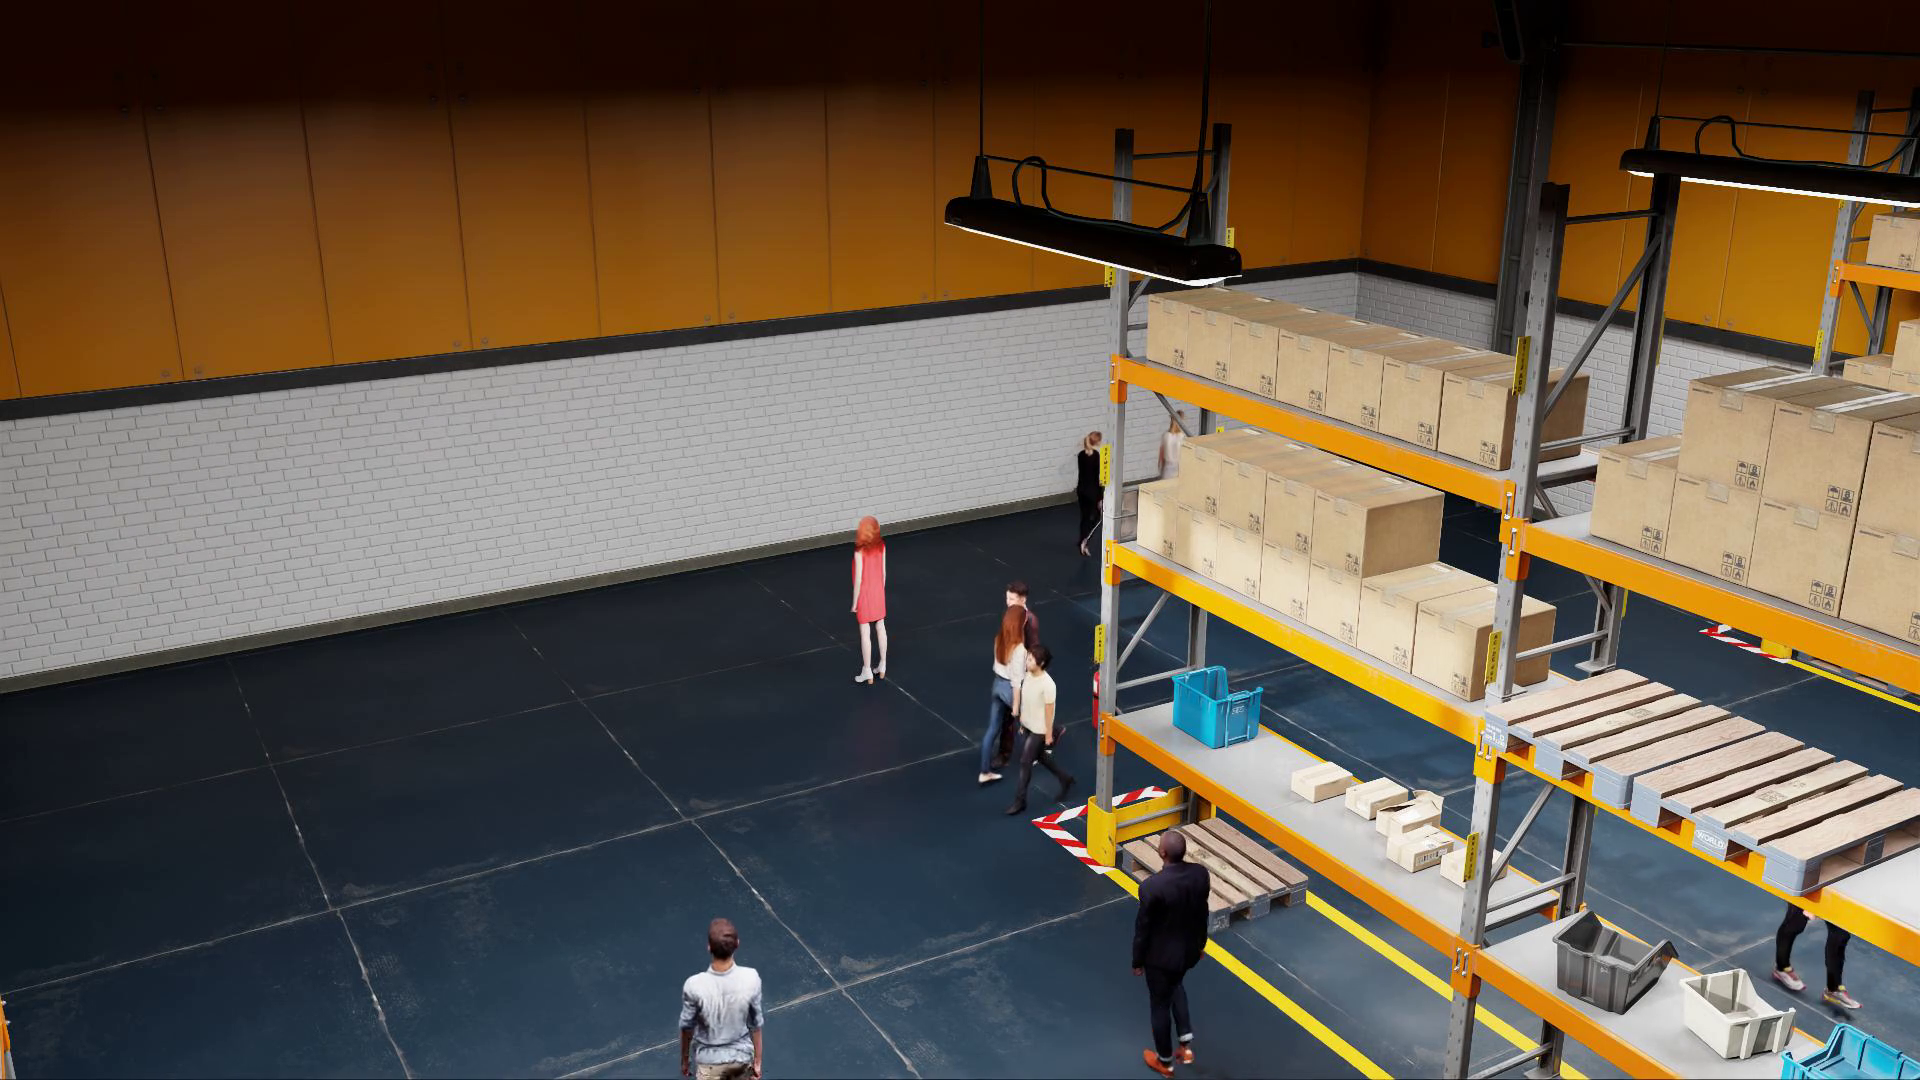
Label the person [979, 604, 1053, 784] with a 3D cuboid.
[{"bbox_3d":[0.374,1.431,15.144,0.745,1.687,1.049,-14,23,-36],"label":"person"}]

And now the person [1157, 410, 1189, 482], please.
[{"bbox_3d":[2.731,-0.770,21.478,0.965,1.816,0.977,8,20,22],"label":"person"}]

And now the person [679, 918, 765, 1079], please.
[{"bbox_3d":[-1.388,3.147,9.851,0.839,1.814,1.244,-6,19,-17],"label":"person"}]

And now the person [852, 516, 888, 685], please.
[{"bbox_3d":[-0.934,0.612,17.359,0.593,1.825,0.639,17,25,41],"label":"person"}]

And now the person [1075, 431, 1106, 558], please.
[{"bbox_3d":[1.596,-0.528,20.952,0.743,1.693,0.825,13,23,34],"label":"person"}]

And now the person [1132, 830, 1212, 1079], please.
[{"bbox_3d":[1.442,2.770,10.972,0.696,1.813,0.623,-10,21,-27],"label":"person"}]

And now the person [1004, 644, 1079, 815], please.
[{"bbox_3d":[0.736,1.658,14.675,0.718,1.558,0.933,-8,20,-22],"label":"person"}]

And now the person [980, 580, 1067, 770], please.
[{"bbox_3d":[0.619,1.235,15.493,0.905,1.837,1.122,-6,20,-18],"label":"person"}]
